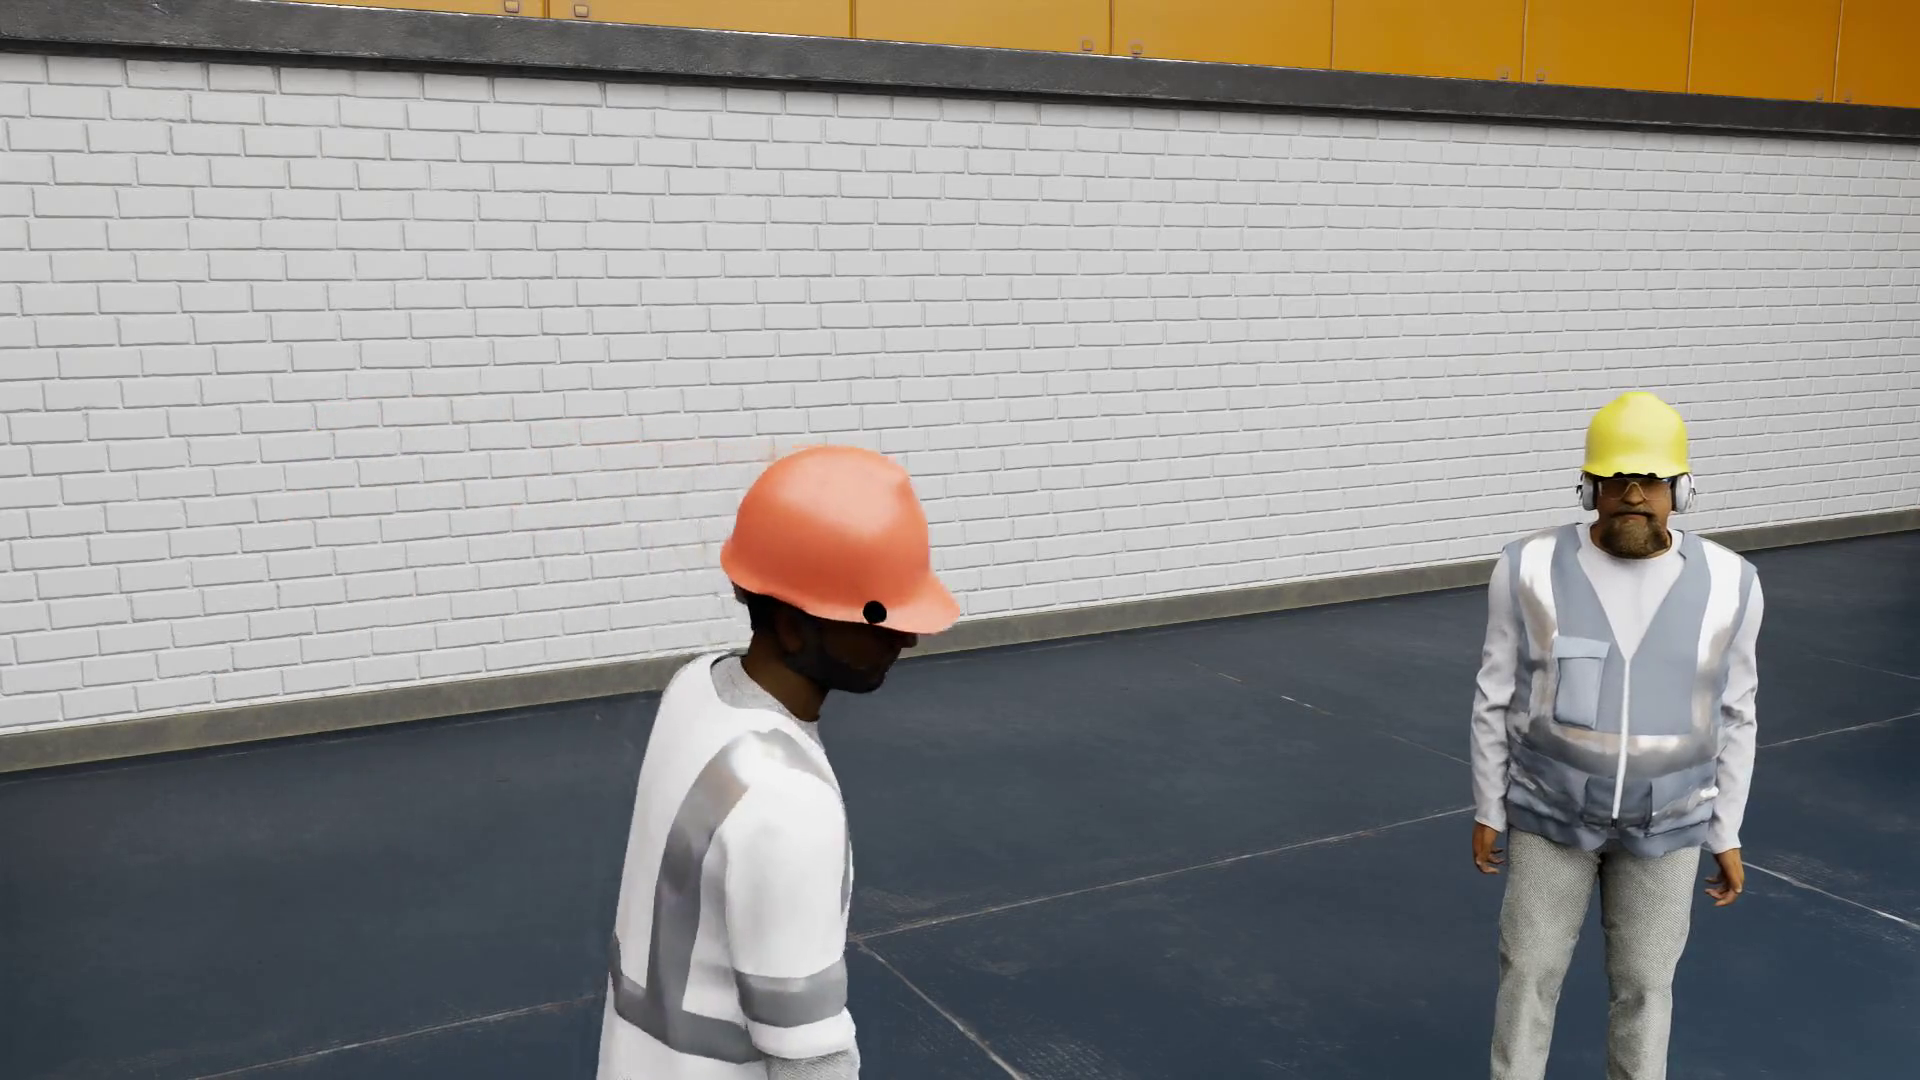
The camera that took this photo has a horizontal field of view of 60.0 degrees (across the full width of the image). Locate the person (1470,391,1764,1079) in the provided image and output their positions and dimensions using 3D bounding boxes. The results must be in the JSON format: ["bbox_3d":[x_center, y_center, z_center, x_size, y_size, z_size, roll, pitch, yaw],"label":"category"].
[{"bbox_3d":[1.413,0.592,3.630,0.586,1.835,0.403,3,10,15],"label":"person"}]

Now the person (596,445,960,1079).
[{"bbox_3d":[-0.300,0.805,2.254,0.594,1.884,0.583,-3,10,-15],"label":"person"}]
